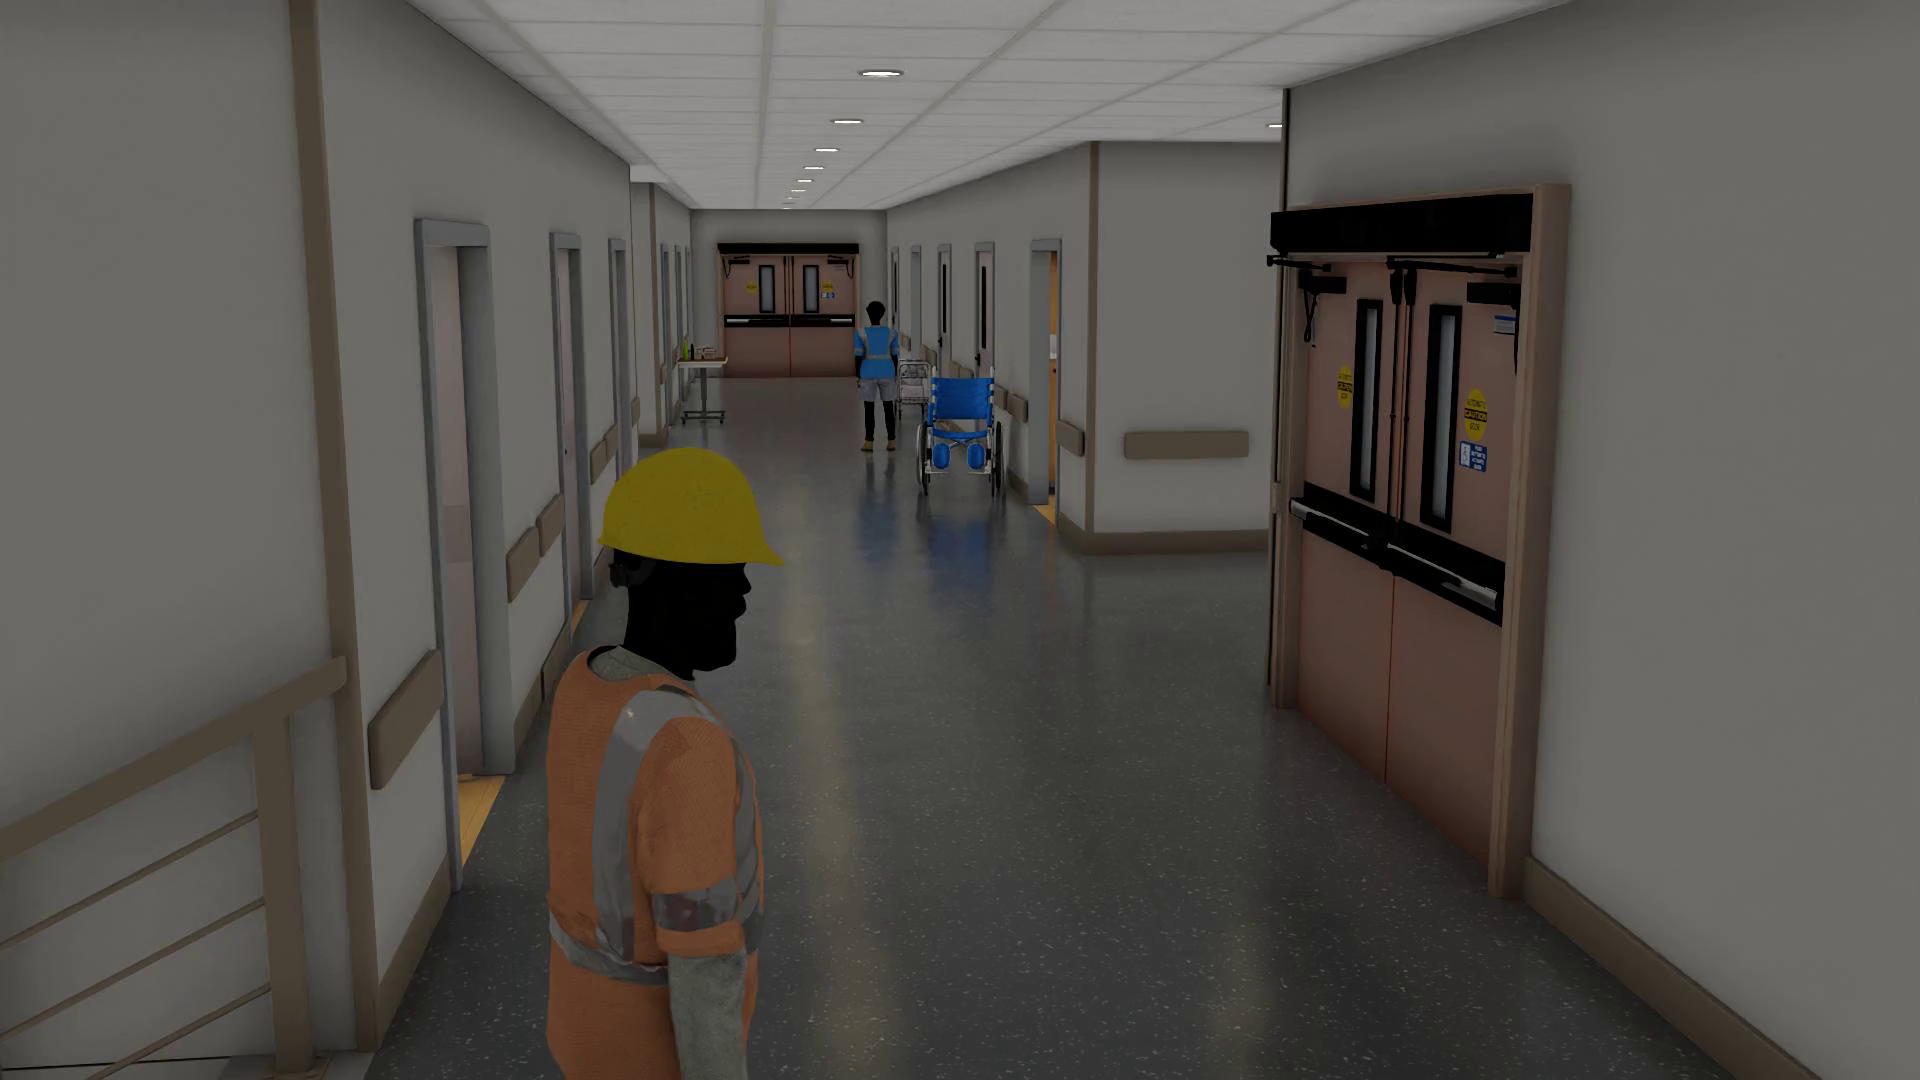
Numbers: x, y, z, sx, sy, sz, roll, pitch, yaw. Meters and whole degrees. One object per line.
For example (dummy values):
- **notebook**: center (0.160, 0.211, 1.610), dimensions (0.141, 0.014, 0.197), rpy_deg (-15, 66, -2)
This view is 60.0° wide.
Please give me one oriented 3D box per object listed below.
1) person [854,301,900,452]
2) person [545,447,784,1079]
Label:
- **person**: center (-0.938, -1.835, 18.716), dimensions (0.535, 1.697, 0.322), rpy_deg (-3, 10, -16)
- **person**: center (-0.457, 0.808, 2.691), dimensions (0.398, 1.918, 0.587), rpy_deg (-5, 11, -27)
